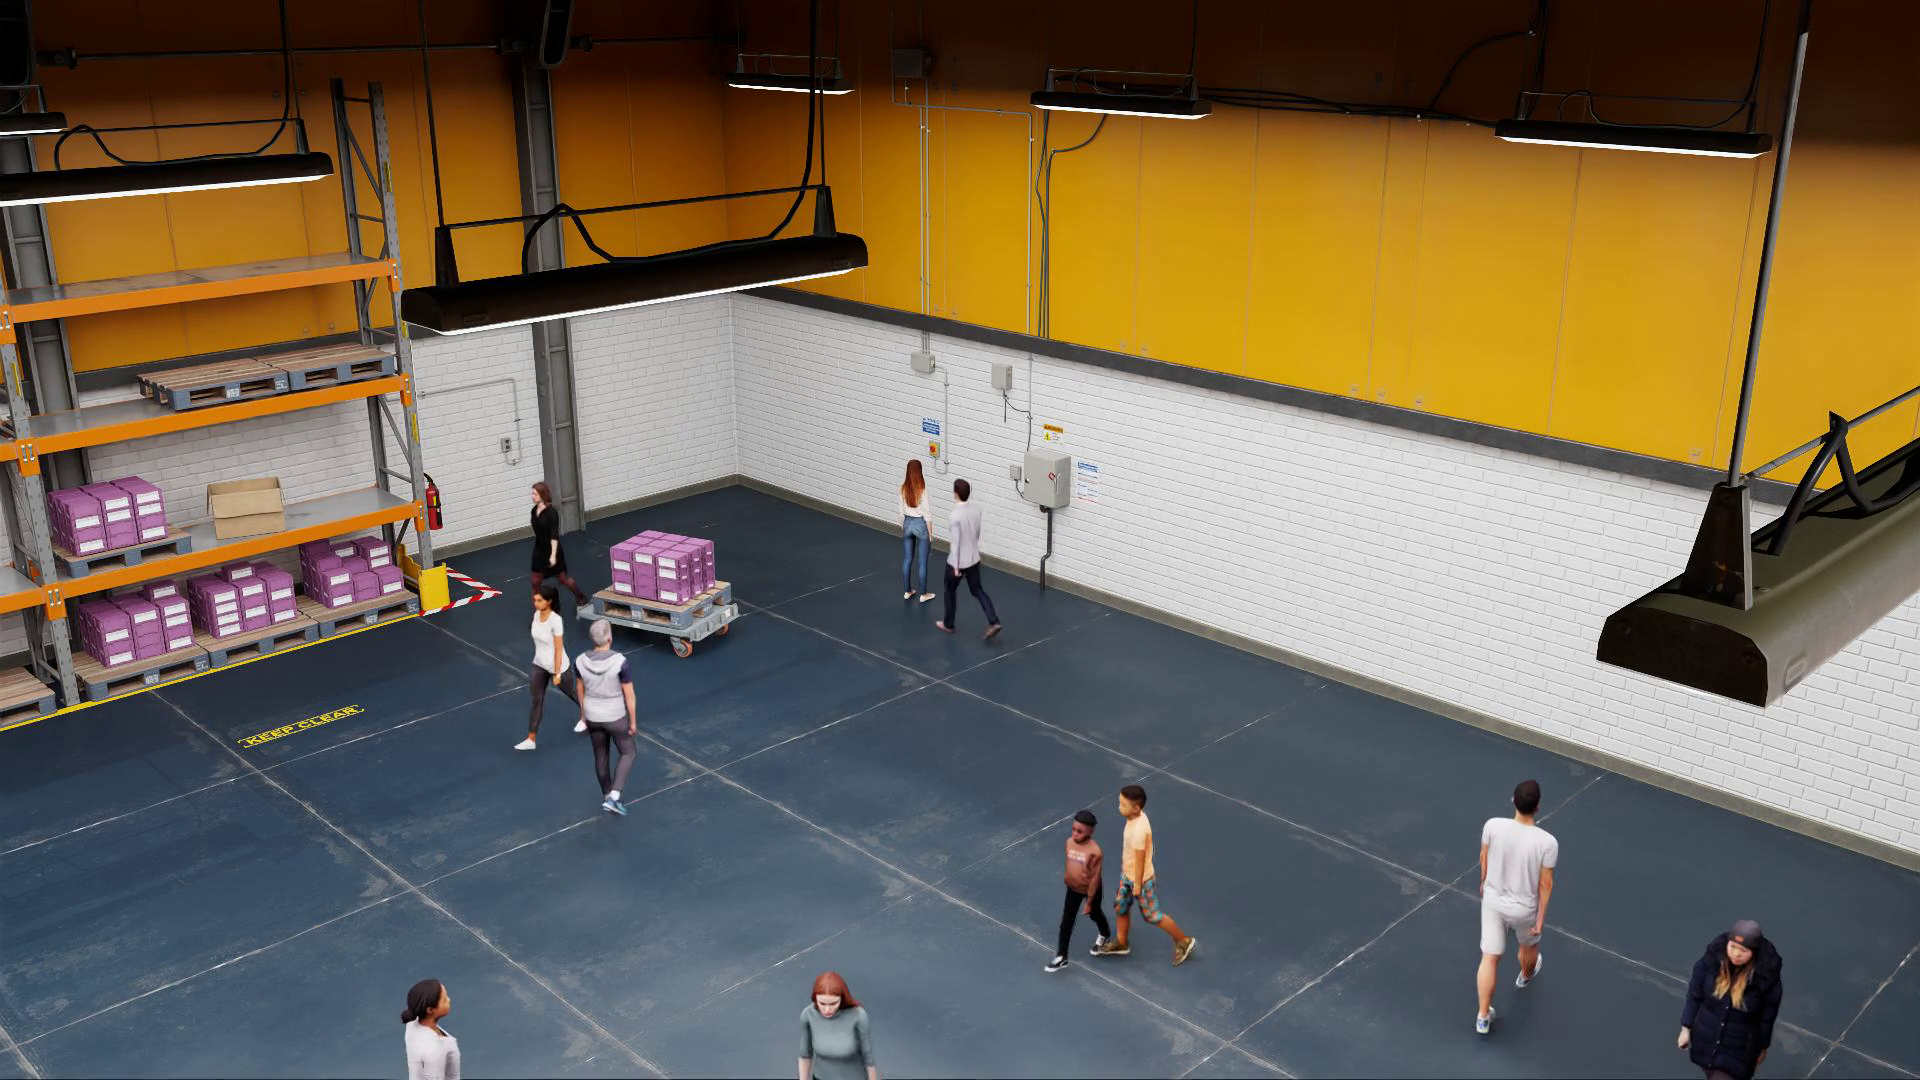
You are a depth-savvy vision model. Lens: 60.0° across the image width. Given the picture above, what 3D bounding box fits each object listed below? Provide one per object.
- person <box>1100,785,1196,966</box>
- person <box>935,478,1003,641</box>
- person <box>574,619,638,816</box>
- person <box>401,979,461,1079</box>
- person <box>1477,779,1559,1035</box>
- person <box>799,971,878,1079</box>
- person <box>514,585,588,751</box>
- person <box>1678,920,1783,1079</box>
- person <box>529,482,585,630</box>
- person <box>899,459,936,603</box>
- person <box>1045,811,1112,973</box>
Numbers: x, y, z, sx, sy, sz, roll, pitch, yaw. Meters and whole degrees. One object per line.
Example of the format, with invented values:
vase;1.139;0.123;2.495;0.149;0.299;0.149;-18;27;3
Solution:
person;1.393;2.496;12.373;0.988;1.433;0.874;-3;19;-9
person;0.118;0.242;18.455;1.080;1.823;0.771;-16;24;-39
person;-3.100;1.589;14.470;0.959;1.815;1.038;3;19;9
person;-3.084;3.325;9.497;1.106;1.698;0.812;-12;22;-32
person;3.793;2.576;11.556;0.894;1.804;1.260;11;21;29
person;-0.679;3.213;9.836;0.904;1.695;1.103;5;19;13
person;-3.842;1.201;15.964;0.671;1.596;1.180;14;23;36
person;4.789;3.071;10.344;0.665;1.638;1.081;17;25;41
person;-4.612;0.158;18.946;0.744;1.669;1.102;12;22;31
person;-0.522;-0.123;19.687;0.631;1.728;0.606;10;21;26
person;0.978;2.591;12.418;0.561;1.224;0.903;15;24;38
